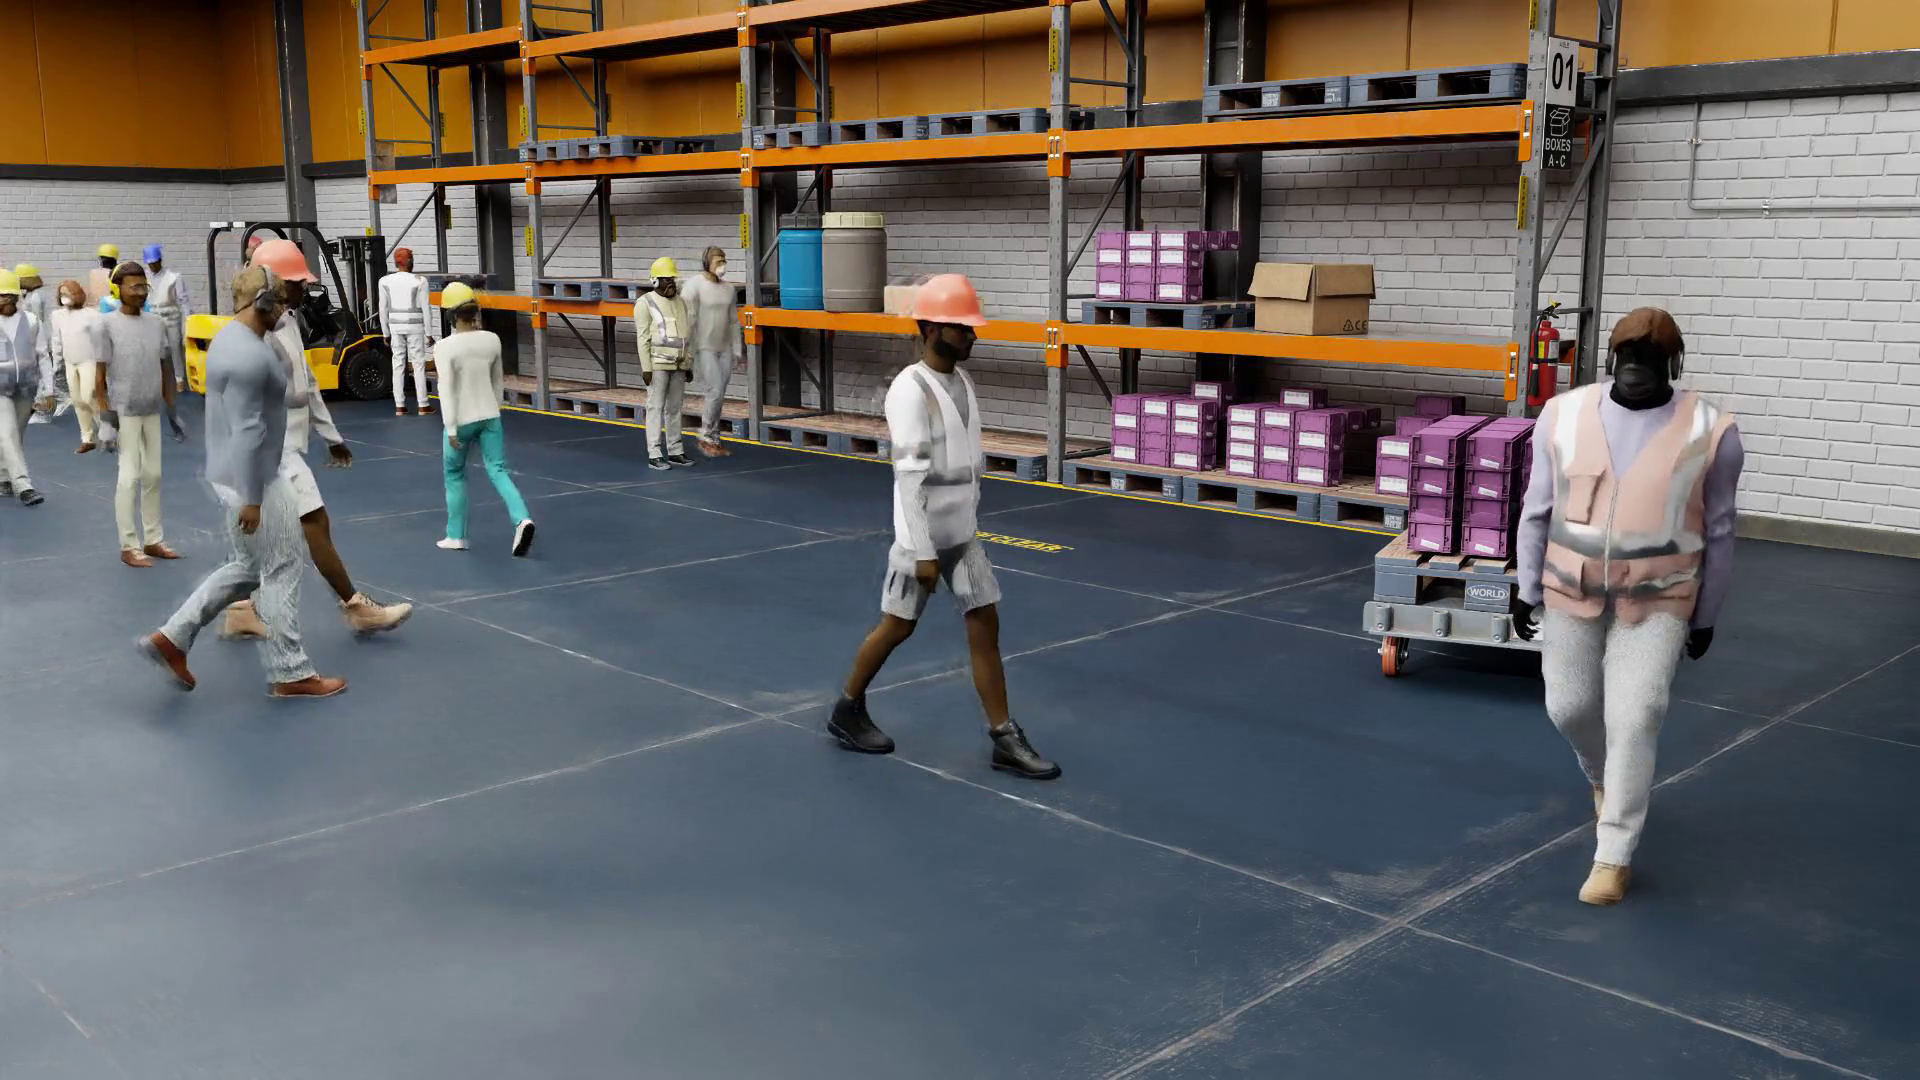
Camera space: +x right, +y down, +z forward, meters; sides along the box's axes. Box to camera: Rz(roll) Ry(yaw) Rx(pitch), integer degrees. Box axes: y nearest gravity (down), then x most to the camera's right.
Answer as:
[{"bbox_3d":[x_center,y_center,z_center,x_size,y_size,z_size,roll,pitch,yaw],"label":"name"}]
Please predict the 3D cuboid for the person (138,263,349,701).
[{"bbox_3d":[-3.154,-0.230,7.182,0.735,1.910,0.657,-6,12,-30],"label":"person"}]

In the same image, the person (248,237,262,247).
[{"bbox_3d":[-10.447,-3.495,24.724,0.376,1.995,0.622,-2,11,-9],"label":"person"}]

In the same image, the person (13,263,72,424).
[{"bbox_3d":[-9.937,-2.118,17.939,0.438,1.727,0.508,-6,12,-30],"label":"person"}]

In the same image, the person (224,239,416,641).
[{"bbox_3d":[-3.245,-0.471,8.237,0.993,1.993,0.618,-2,11,-12],"label":"person"}]

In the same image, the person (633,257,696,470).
[{"bbox_3d":[-2.549,-1.534,14.478,0.404,1.833,0.590,7,12,33],"label":"person"}]

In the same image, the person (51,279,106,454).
[{"bbox_3d":[-8.150,-1.603,15.419,0.517,1.620,0.362,2,11,13],"label":"person"}]

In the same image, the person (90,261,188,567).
[{"bbox_3d":[-5.056,-0.774,10.243,0.323,1.867,0.523,4,11,23],"label":"person"}]

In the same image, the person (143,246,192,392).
[{"bbox_3d":[-10.127,-2.780,21.119,0.698,1.871,1.017,-3,11,-14],"label":"person"}]

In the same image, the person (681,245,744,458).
[{"bbox_3d":[-2.193,-1.694,15.085,0.506,1.924,0.649,7,12,33],"label":"person"}]

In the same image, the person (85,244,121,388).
[{"bbox_3d":[-10.966,-2.866,21.530,0.607,1.908,0.424,2,11,11],"label":"person"}]

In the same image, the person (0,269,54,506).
[{"bbox_3d":[-7.218,-1.161,12.622,0.971,1.771,0.598,8,13,37],"label":"person"}]

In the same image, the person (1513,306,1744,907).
[{"bbox_3d":[2.098,0.167,5.255,0.626,1.817,0.780,7,12,33],"label":"person"}]

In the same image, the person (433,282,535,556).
[{"bbox_3d":[-3.048,-0.761,10.531,0.795,1.737,0.523,9,14,40],"label":"person"}]

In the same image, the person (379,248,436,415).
[{"bbox_3d":[-6.228,-2.340,18.738,0.576,1.881,0.354,0,10,1],"label":"person"}]

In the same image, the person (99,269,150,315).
[{"bbox_3d":[-9.329,-2.197,18.532,0.834,1.654,0.550,8,13,37],"label":"person"}]

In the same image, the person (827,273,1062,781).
[{"bbox_3d":[-0.109,-0.056,6.288,1.009,1.892,0.561,6,12,32],"label":"person"}]

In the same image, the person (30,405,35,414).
[{"bbox_3d":[-10.769,-2.257,18.386,0.662,1.851,1.008,7,13,35],"label":"person"}]

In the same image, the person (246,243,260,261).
[{"bbox_3d":[-7.072,-2.028,16.884,0.373,1.940,0.630,-1,10,-7],"label":"person"}]

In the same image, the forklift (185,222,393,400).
[{"bbox_3d":[-8.169,-2.758,20.163,2.313,2.155,1.214,-10,14,-44],"label":"forklift"}]
